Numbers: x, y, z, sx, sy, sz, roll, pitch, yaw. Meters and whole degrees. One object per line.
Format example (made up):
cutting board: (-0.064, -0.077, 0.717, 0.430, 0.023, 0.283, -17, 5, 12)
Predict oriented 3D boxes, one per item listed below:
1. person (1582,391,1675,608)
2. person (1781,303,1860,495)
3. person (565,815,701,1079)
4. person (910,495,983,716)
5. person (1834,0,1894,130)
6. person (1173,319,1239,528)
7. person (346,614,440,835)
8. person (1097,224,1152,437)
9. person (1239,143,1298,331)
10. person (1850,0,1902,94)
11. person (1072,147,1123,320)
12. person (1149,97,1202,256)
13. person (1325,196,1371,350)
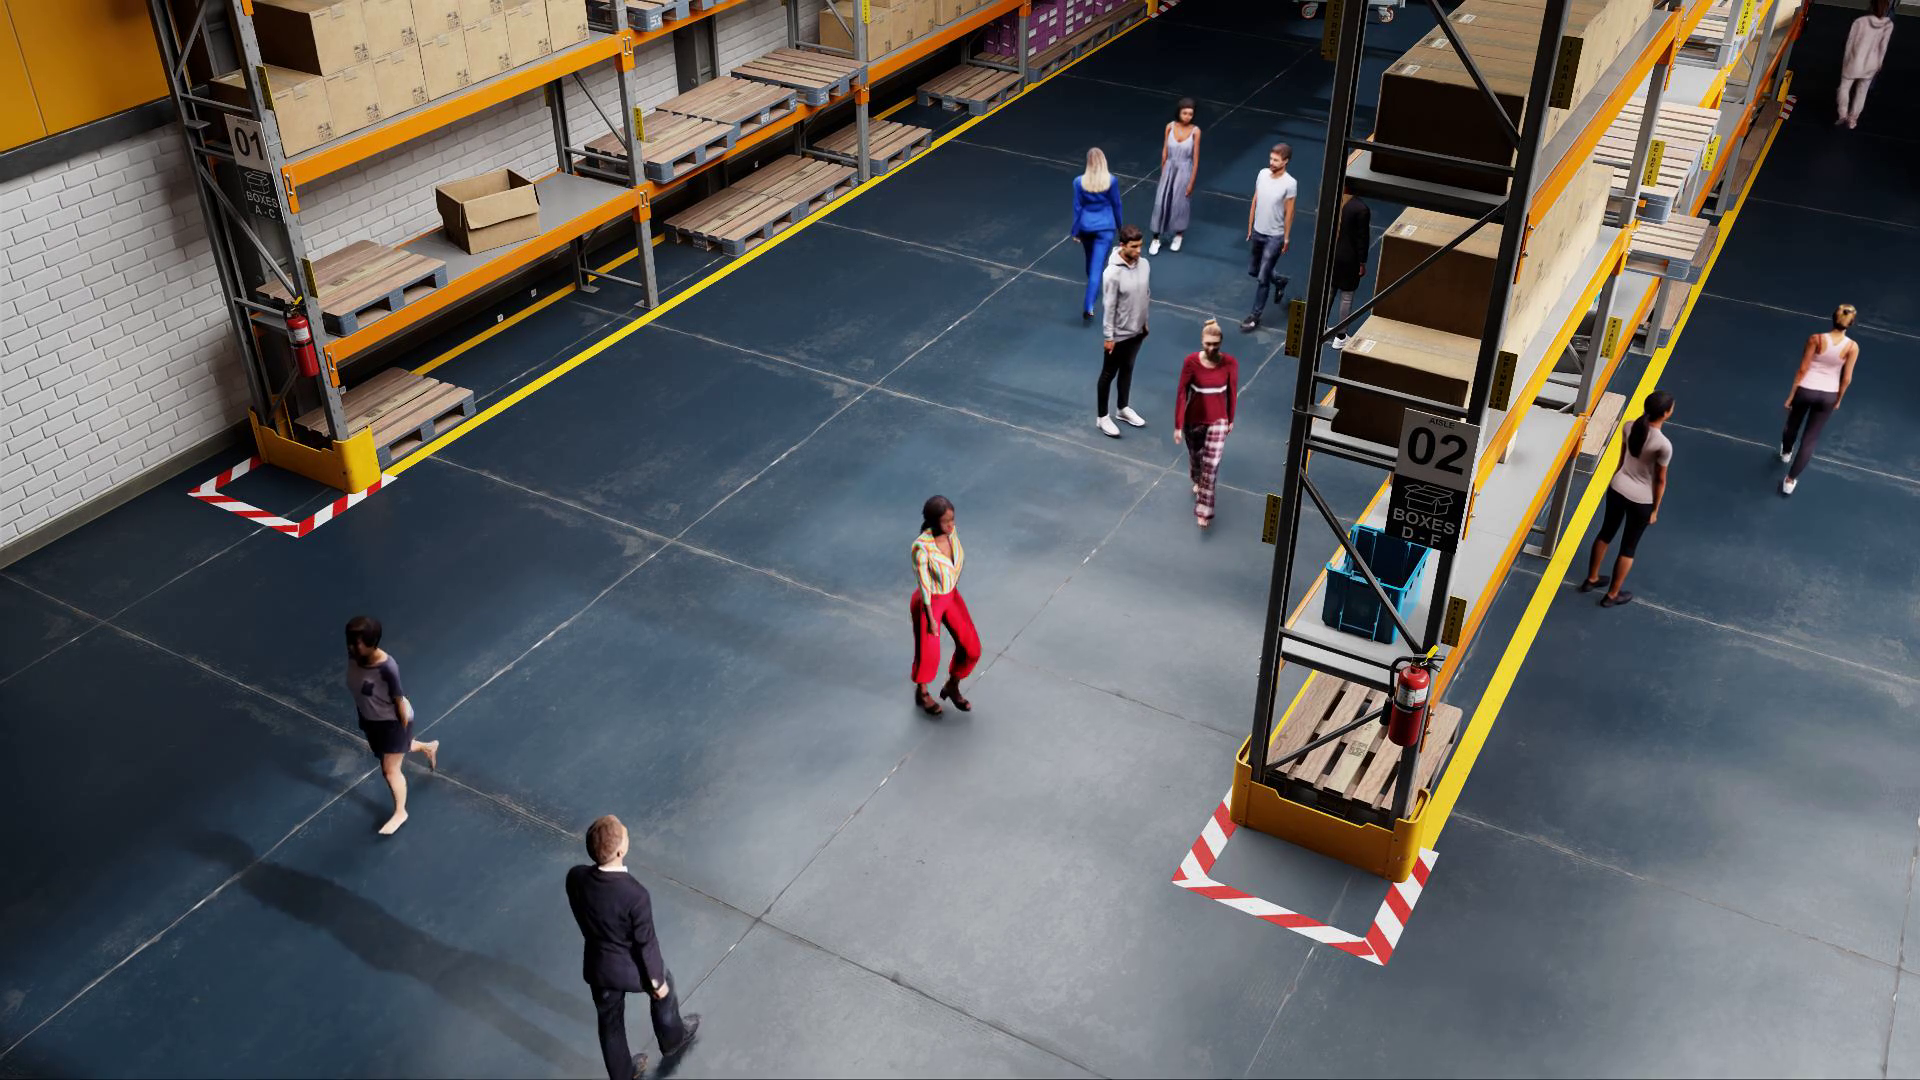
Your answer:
person: (4.939, -0.315, 12.260, 0.693, 1.744, 0.676, -17, 37, -24)
person: (6.987, -1.131, 13.613, 0.577, 1.606, 0.988, 16, 37, 23)
person: (-1.767, 2.176, 8.462, 0.766, 1.801, 0.887, 13, 36, 19)
person: (-0.222, 0.441, 11.101, 0.740, 1.770, 0.715, 28, 42, 35)
person: (11.293, -5.950, 20.805, 0.729, 1.671, 0.780, 11, 35, 17)
person: (1.965, -0.994, 13.369, 0.927, 1.648, 1.179, 3, 34, 5)
person: (-3.530, 1.069, 10.357, 0.603, 1.546, 0.886, 21, 39, 29)
person: (1.402, -1.839, 14.388, 0.635, 1.927, 0.801, -27, 42, -34)
person: (3.060, -2.978, 16.175, 1.090, 1.846, 0.833, -26, 42, -33)
person: (12.204, -6.828, 22.012, 0.693, 1.796, 0.485, 21, 39, 29)
person: (1.325, -2.965, 16.336, 0.822, 1.647, 1.252, 9, 35, 13)
person: (2.359, -3.894, 17.705, 0.657, 1.679, 0.724, 14, 36, 21)
person: (3.649, -2.686, 15.812, 0.700, 1.762, 0.726, -22, 39, -29)
